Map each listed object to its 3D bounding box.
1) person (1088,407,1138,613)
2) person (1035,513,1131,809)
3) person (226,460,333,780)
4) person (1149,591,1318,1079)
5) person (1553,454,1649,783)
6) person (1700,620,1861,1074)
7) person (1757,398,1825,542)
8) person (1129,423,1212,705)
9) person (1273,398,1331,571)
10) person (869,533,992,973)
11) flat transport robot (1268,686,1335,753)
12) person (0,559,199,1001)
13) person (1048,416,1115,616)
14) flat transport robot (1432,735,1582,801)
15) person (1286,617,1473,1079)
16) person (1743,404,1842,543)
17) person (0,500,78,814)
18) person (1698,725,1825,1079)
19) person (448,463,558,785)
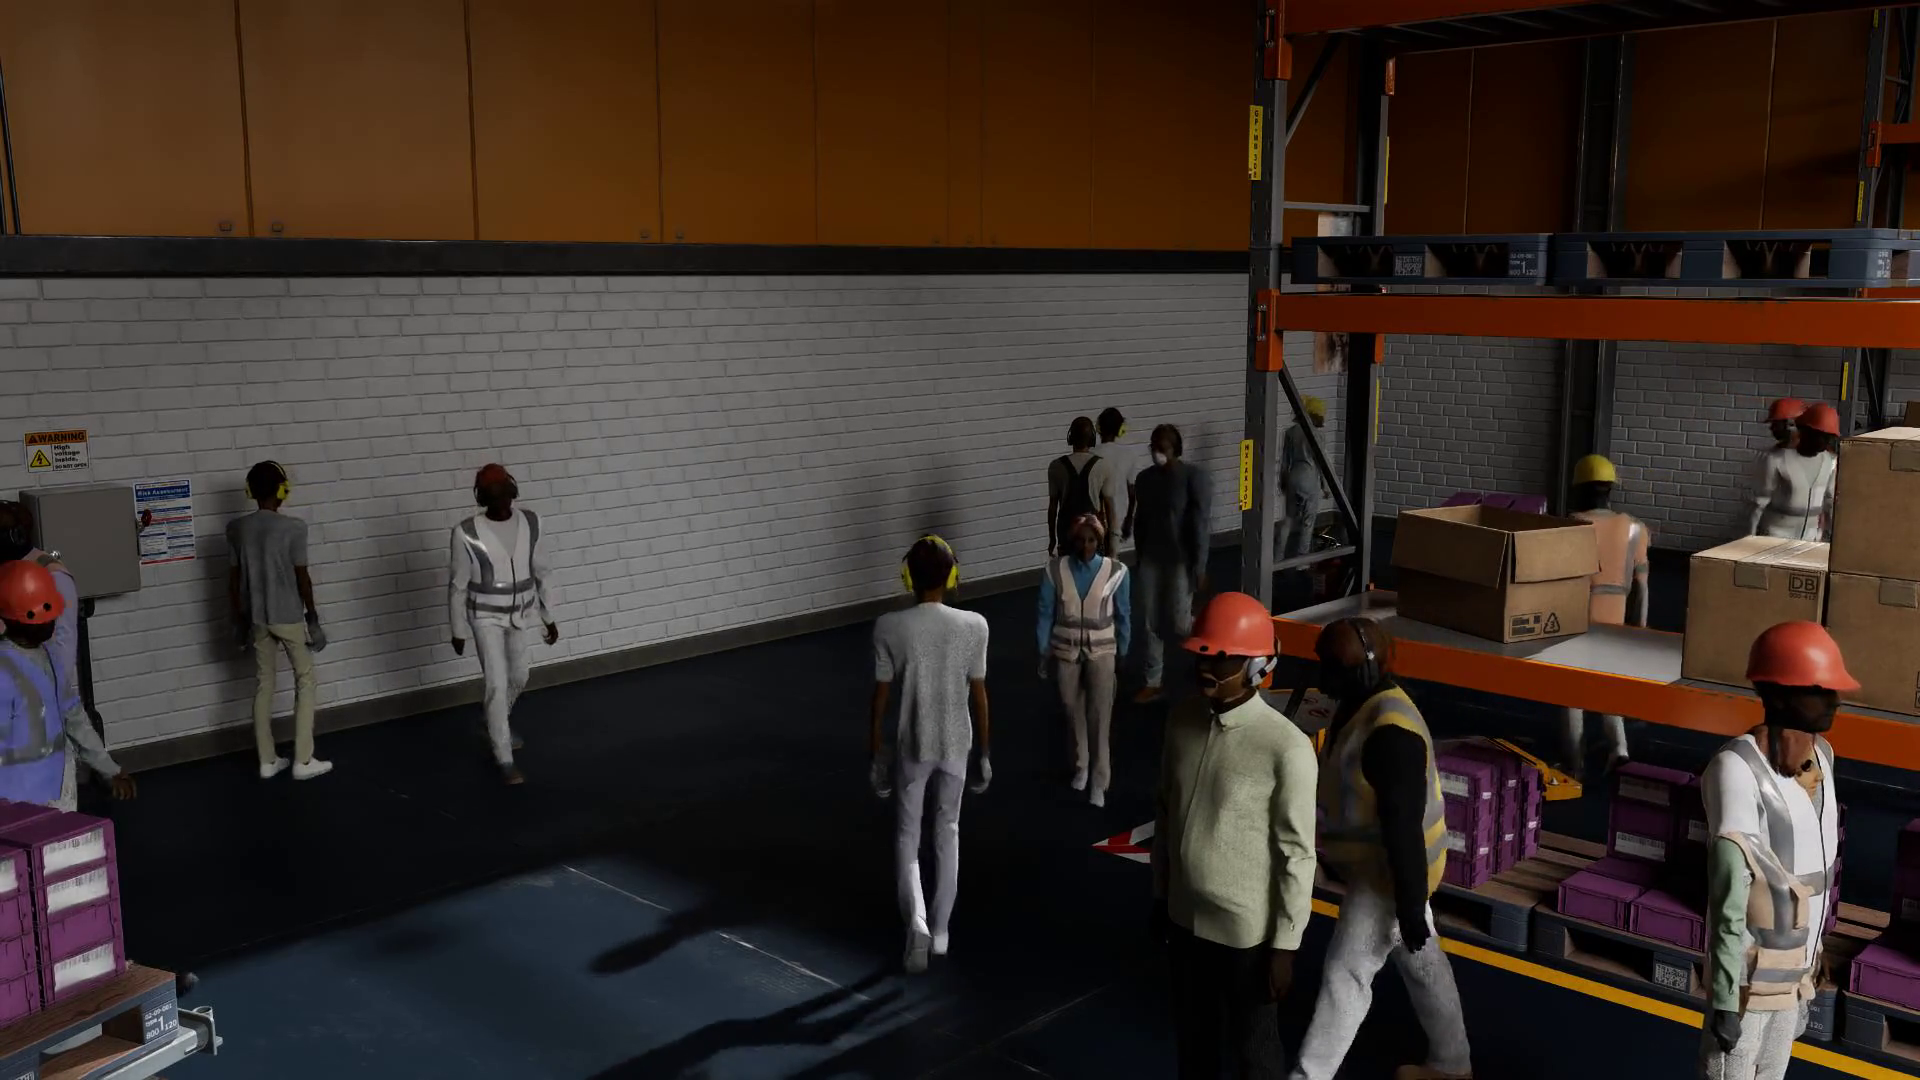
[{"bbox_3d":[1.146,-0.139,13.355,0.534,1.845,0.383,-2,9,-10],"label":"person"},{"bbox_3d":[0.667,0.664,9.163,0.513,1.600,0.798,2,9,12],"label":"person"},{"bbox_3d":[-3.932,0.474,9.588,0.551,1.860,0.352,2,9,12],"label":"person"},{"bbox_3d":[0.803,1.137,5.073,0.375,1.997,0.611,-7,12,-37],"label":"person"},{"bbox_3d":[3.593,0.464,9.484,0.605,1.905,0.512,0,9,-2],"label":"person"},{"bbox_3d":[2.405,1.190,4.921,0.545,1.942,0.350,-7,12,-37],"label":"person"},{"bbox_3d":[6.416,-0.111,12.827,0.520,1.965,0.617,-1,9,-7],"label":"person"},{"bbox_3d":[1.467,0.148,11.365,0.719,1.919,0.643,-9,13,-44],"label":"person"},{"bbox_3d":[3.358,-0.536,16.242,0.346,1.710,0.543,-8,12,-40],"label":"person"},{"bbox_3d":[-0.113,0.903,6.962,0.525,1.855,0.639,-1,9,-4],"label":"person"},{"bbox_3d":[2.224,1.144,10.310,0.652,0.197,1.431,-2,9,-10],"label":"flat transport robot"},{"bbox_3d":[-3.549,0.980,6.418,0.960,1.866,0.568,-3,10,-18],"label":"person"},{"bbox_3d":[0.920,-0.015,12.598,0.514,1.845,0.336,2,9,10],"label":"person"},{"bbox_3d":[2.672,1.300,9.353,1.431,0.197,0.652,-2,9,-10],"label":"flat transport robot"},{"bbox_3d":[1.381,1.138,5.713,0.964,1.775,0.707,0,9,2],"label":"person"},{"bbox_3d":[6.084,-0.015,12.176,0.649,1.975,1.075,-2,9,-9],"label":"person"},{"bbox_3d":[-4.589,0.718,8.118,0.619,1.845,0.430,4,10,24],"label":"person"},{"bbox_3d":[2.364,1.336,4.927,0.522,1.645,0.306,-7,12,-39],"label":"person"},{"bbox_3d":[-2.743,0.450,9.732,0.781,1.865,0.589,9,13,44],"label":"person"}]
